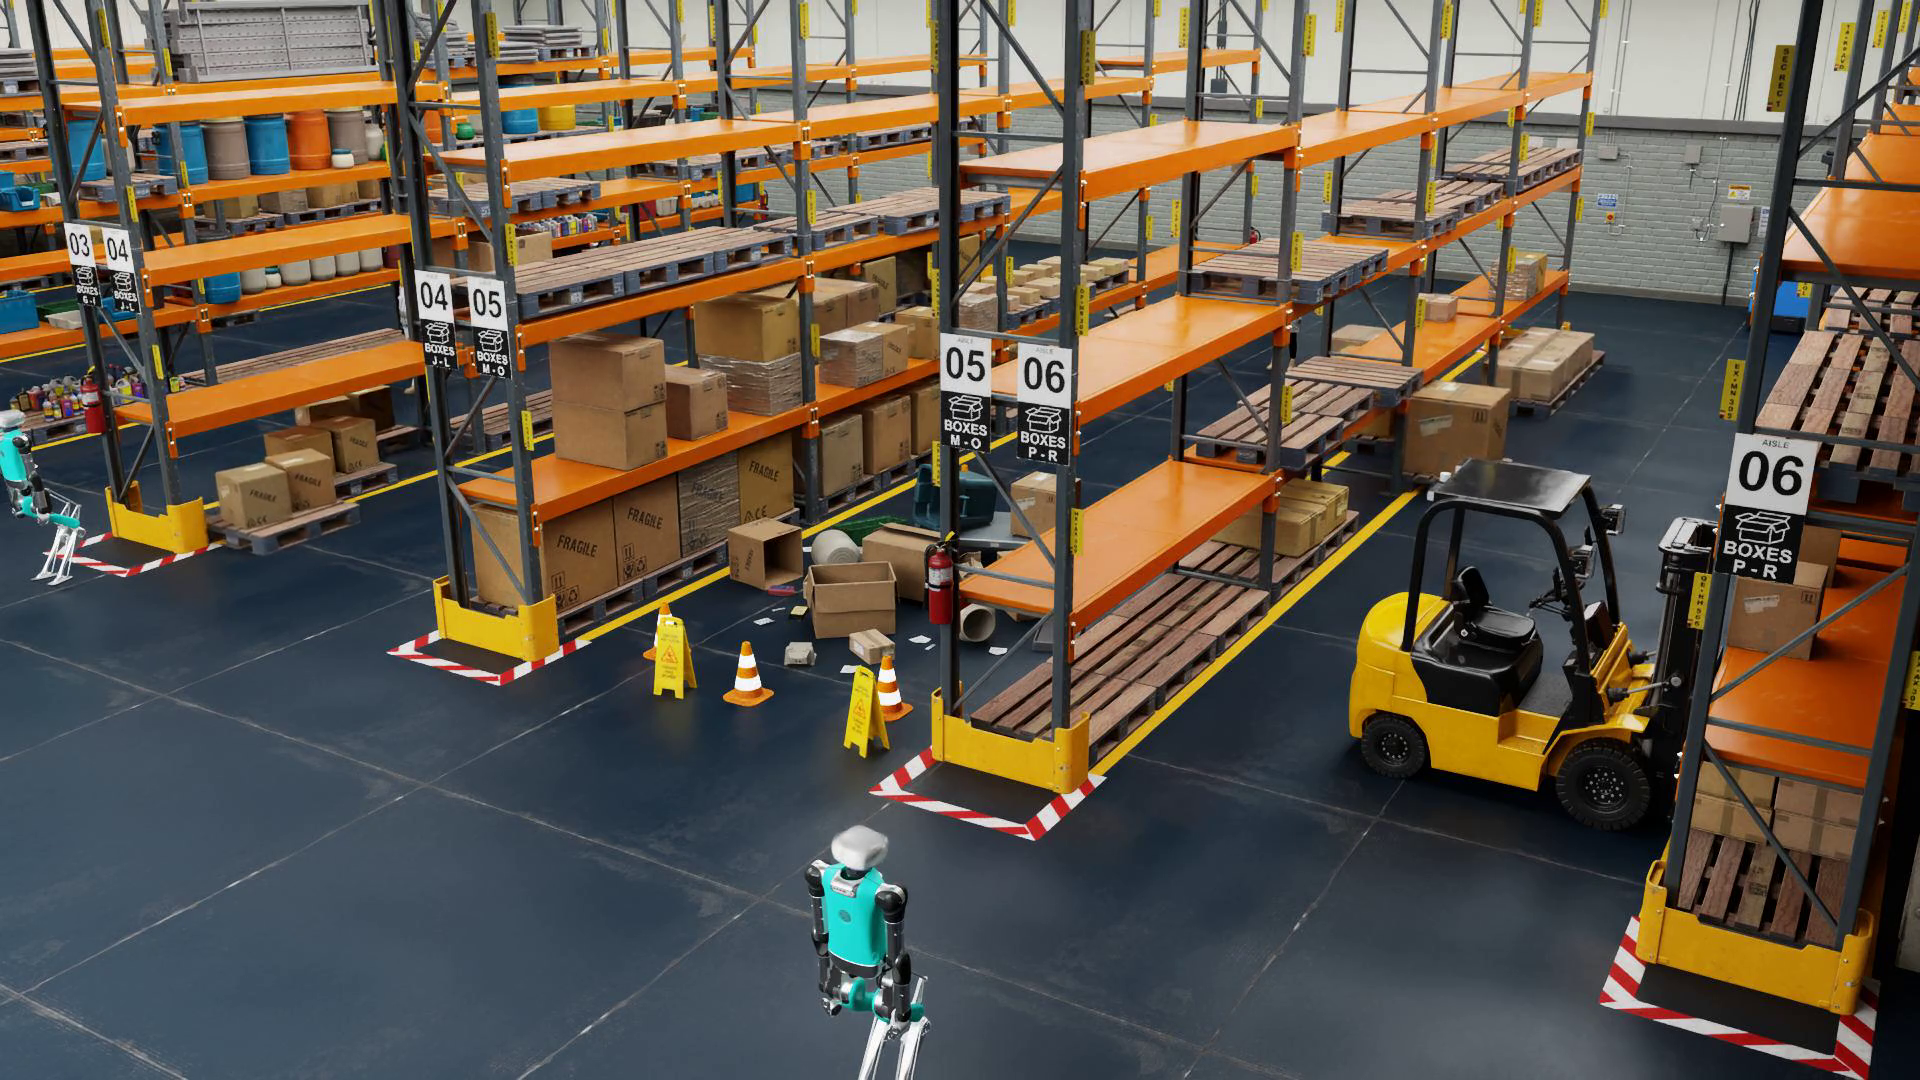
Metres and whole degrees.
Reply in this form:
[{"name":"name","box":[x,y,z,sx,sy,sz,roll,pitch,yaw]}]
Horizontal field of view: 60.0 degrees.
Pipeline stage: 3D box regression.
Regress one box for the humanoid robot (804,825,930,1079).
[{"name":"humanoid robot","box":[-0.363,2.096,8.114,0.533,1.672,0.735,11,22,29]}]

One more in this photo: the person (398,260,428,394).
[{"name":"person","box":[-7.340,-2.868,22.500,0.632,1.841,0.429,11,22,29]}]

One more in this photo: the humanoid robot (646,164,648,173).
[{"name":"humanoid robot","box":[-6.997,-7.899,37.282,0.599,1.653,0.315,11,22,29]}]

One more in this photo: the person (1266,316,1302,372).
[{"name":"person","box":[4.678,-3.248,23.825,0.531,1.692,0.319,11,22,29]}]

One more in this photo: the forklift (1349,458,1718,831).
[{"name":"forklift","box":[3.988,0.658,11.776,2.313,2.155,1.214,11,22,29]}]

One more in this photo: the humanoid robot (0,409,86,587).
[{"name":"humanoid robot","box":[-8.451,-0.422,15.392,0.533,1.672,0.735,11,22,29]}]

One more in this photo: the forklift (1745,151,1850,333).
[{"name":"forklift","box":[13.620,-4.667,26.137,1.873,2.768,1.129,11,22,29]}]
